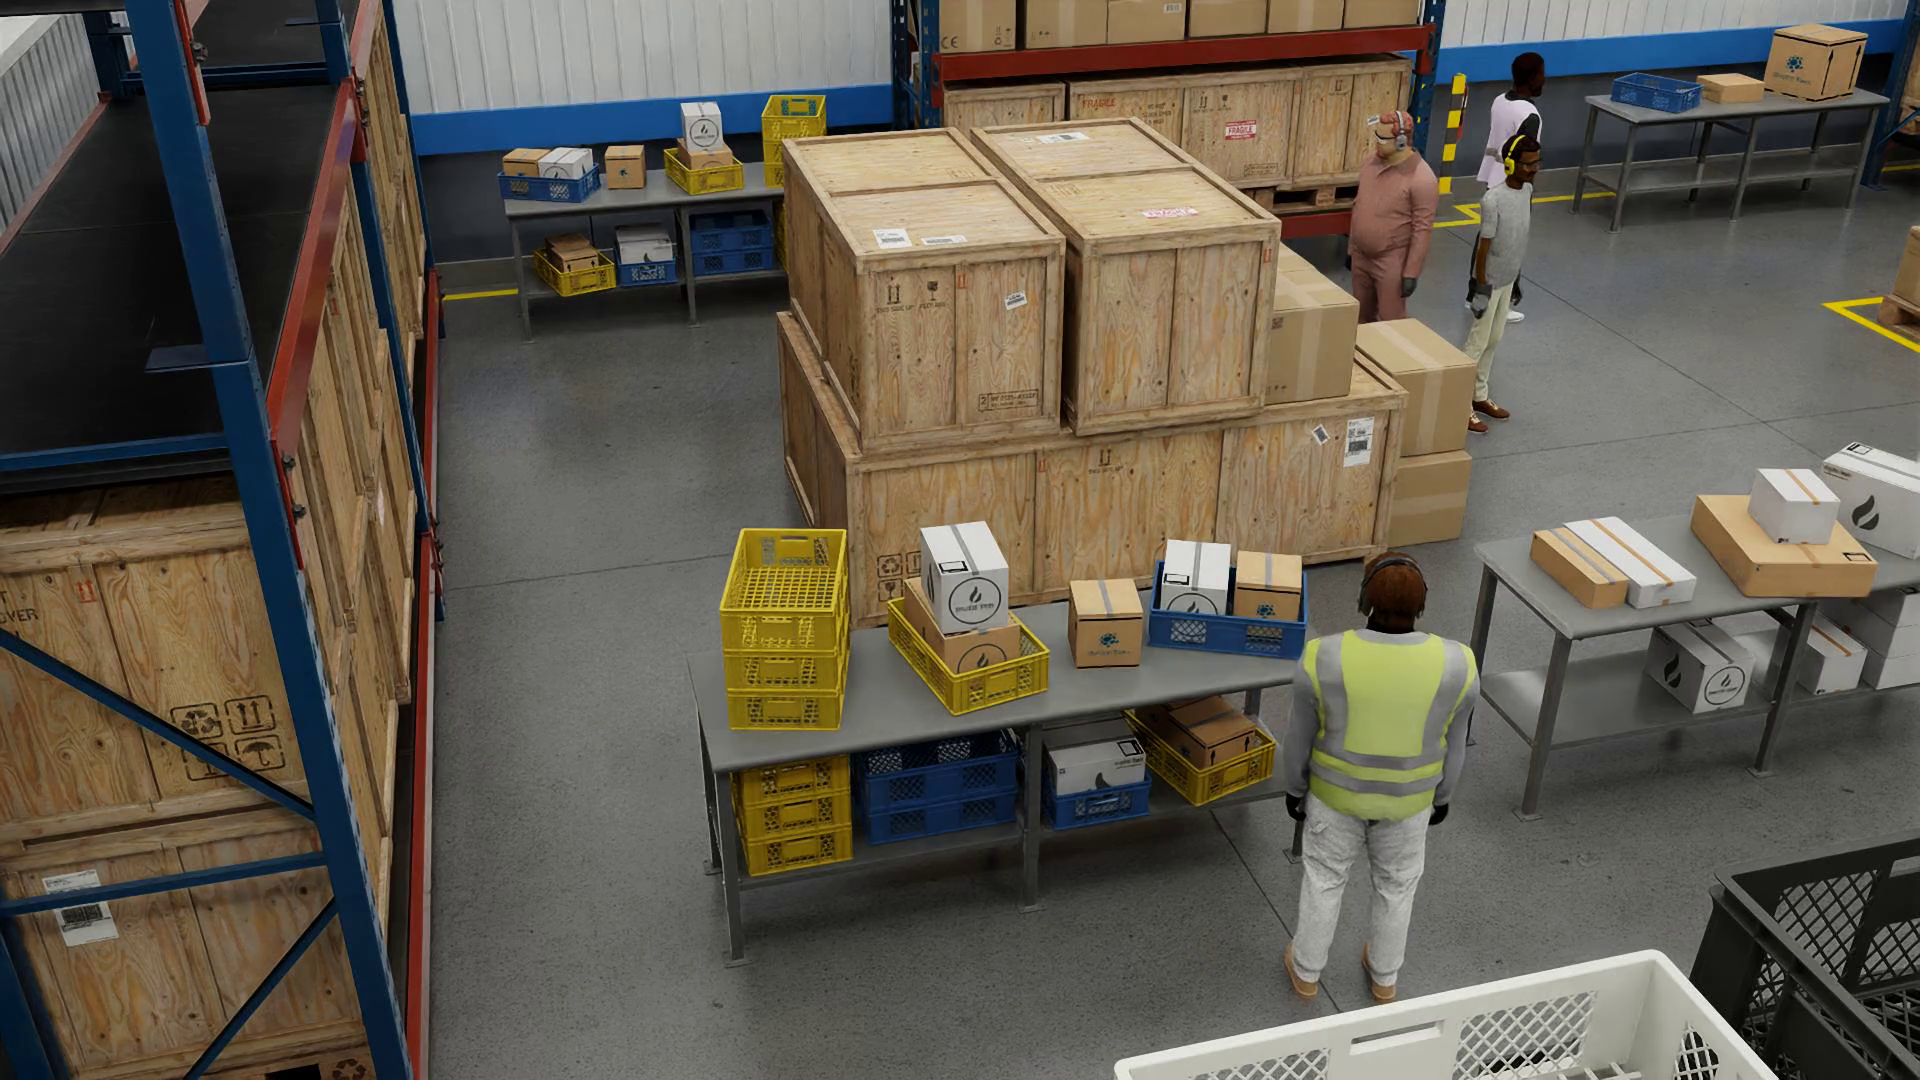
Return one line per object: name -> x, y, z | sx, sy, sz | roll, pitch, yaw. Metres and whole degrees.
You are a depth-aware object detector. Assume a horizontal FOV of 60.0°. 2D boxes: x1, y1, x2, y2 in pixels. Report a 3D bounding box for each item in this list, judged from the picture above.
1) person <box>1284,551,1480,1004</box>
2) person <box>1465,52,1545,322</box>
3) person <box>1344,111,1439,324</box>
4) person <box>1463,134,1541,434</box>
person -> 1.451, 0.870, 5.908 | 0.619, 1.836, 0.430 | 4, 29, 8
person -> 3.950, -2.544, 12.007 | 0.391, 1.922, 0.593 | -5, 29, -8
person -> 2.703, -1.807, 10.690 | 0.402, 1.904, 0.638 | -15, 32, -25
person -> 3.356, -1.594, 10.336 | 0.324, 1.871, 0.526 | 24, 37, 37
